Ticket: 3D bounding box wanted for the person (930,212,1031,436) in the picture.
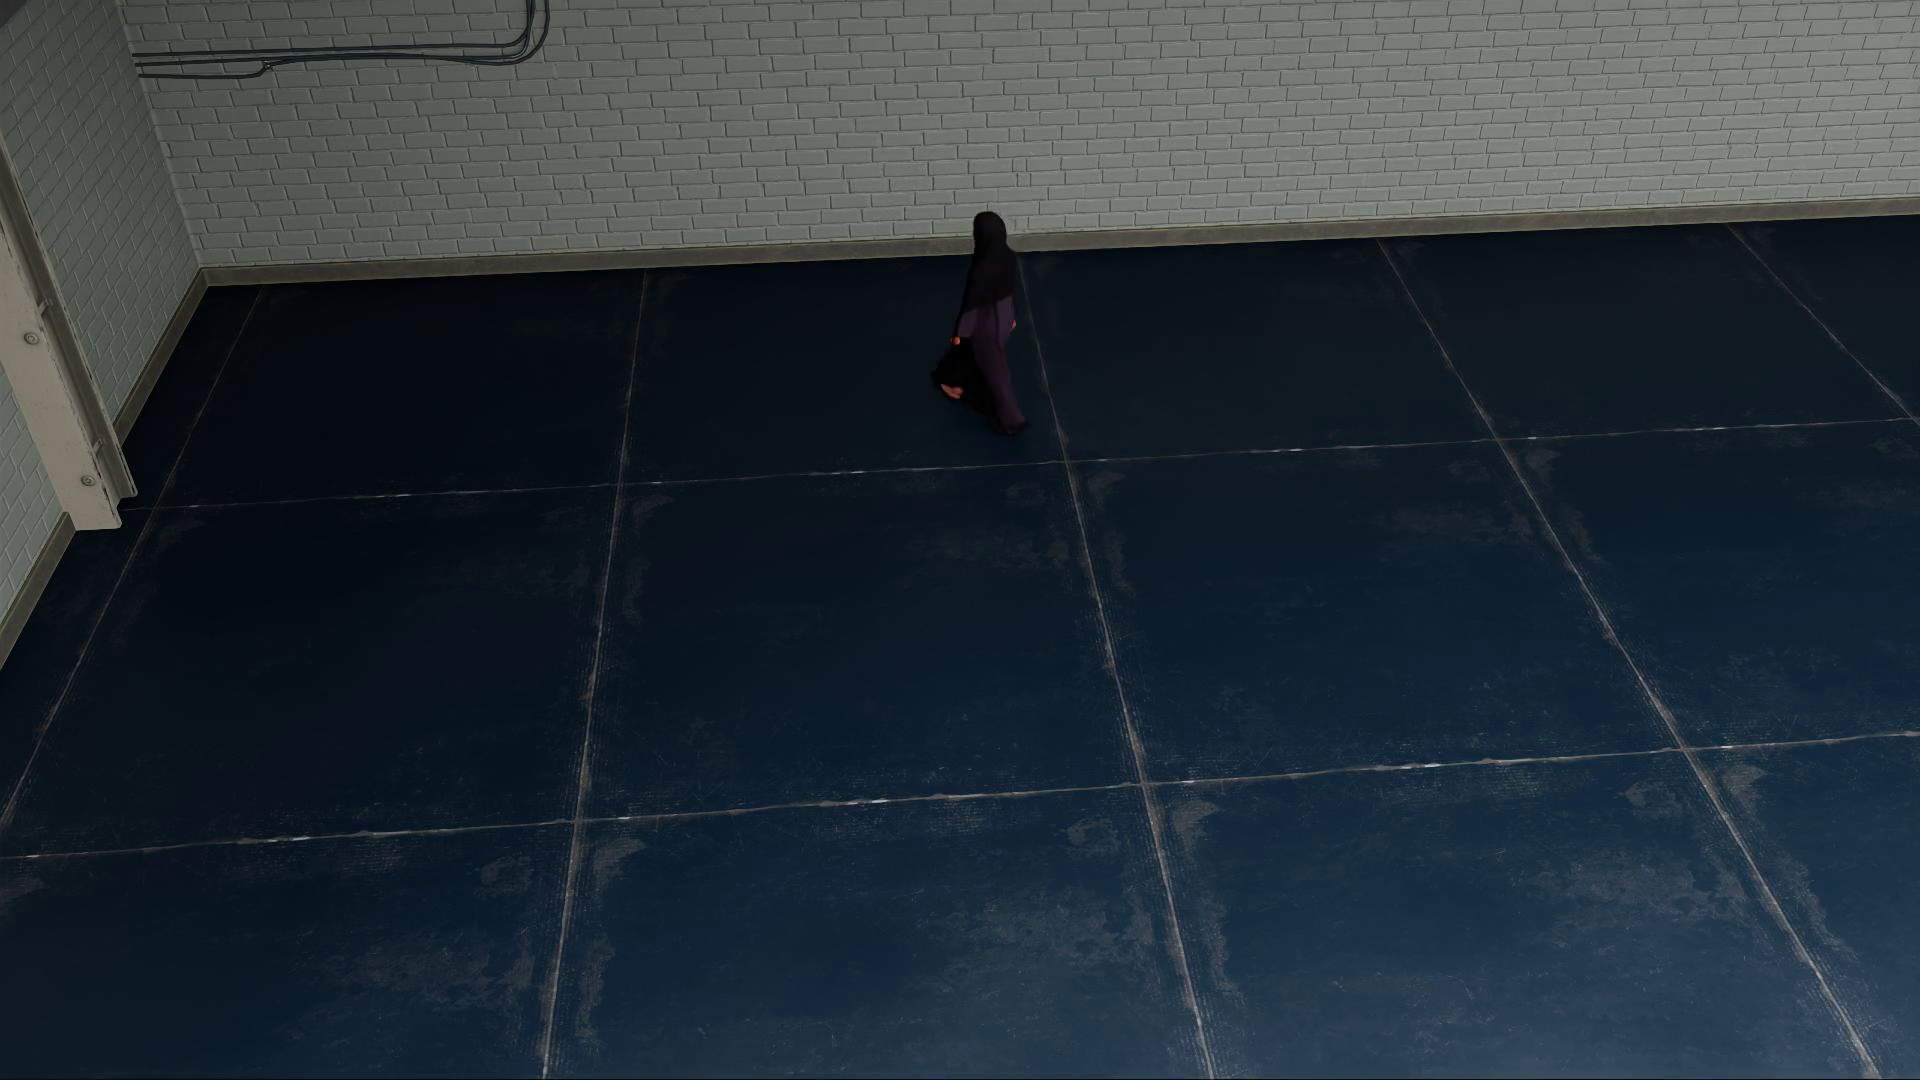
[{"bbox_3d":[0.254,-1.425,11.098,1.084,1.607,1.094,22,43,25],"label":"person"}]
